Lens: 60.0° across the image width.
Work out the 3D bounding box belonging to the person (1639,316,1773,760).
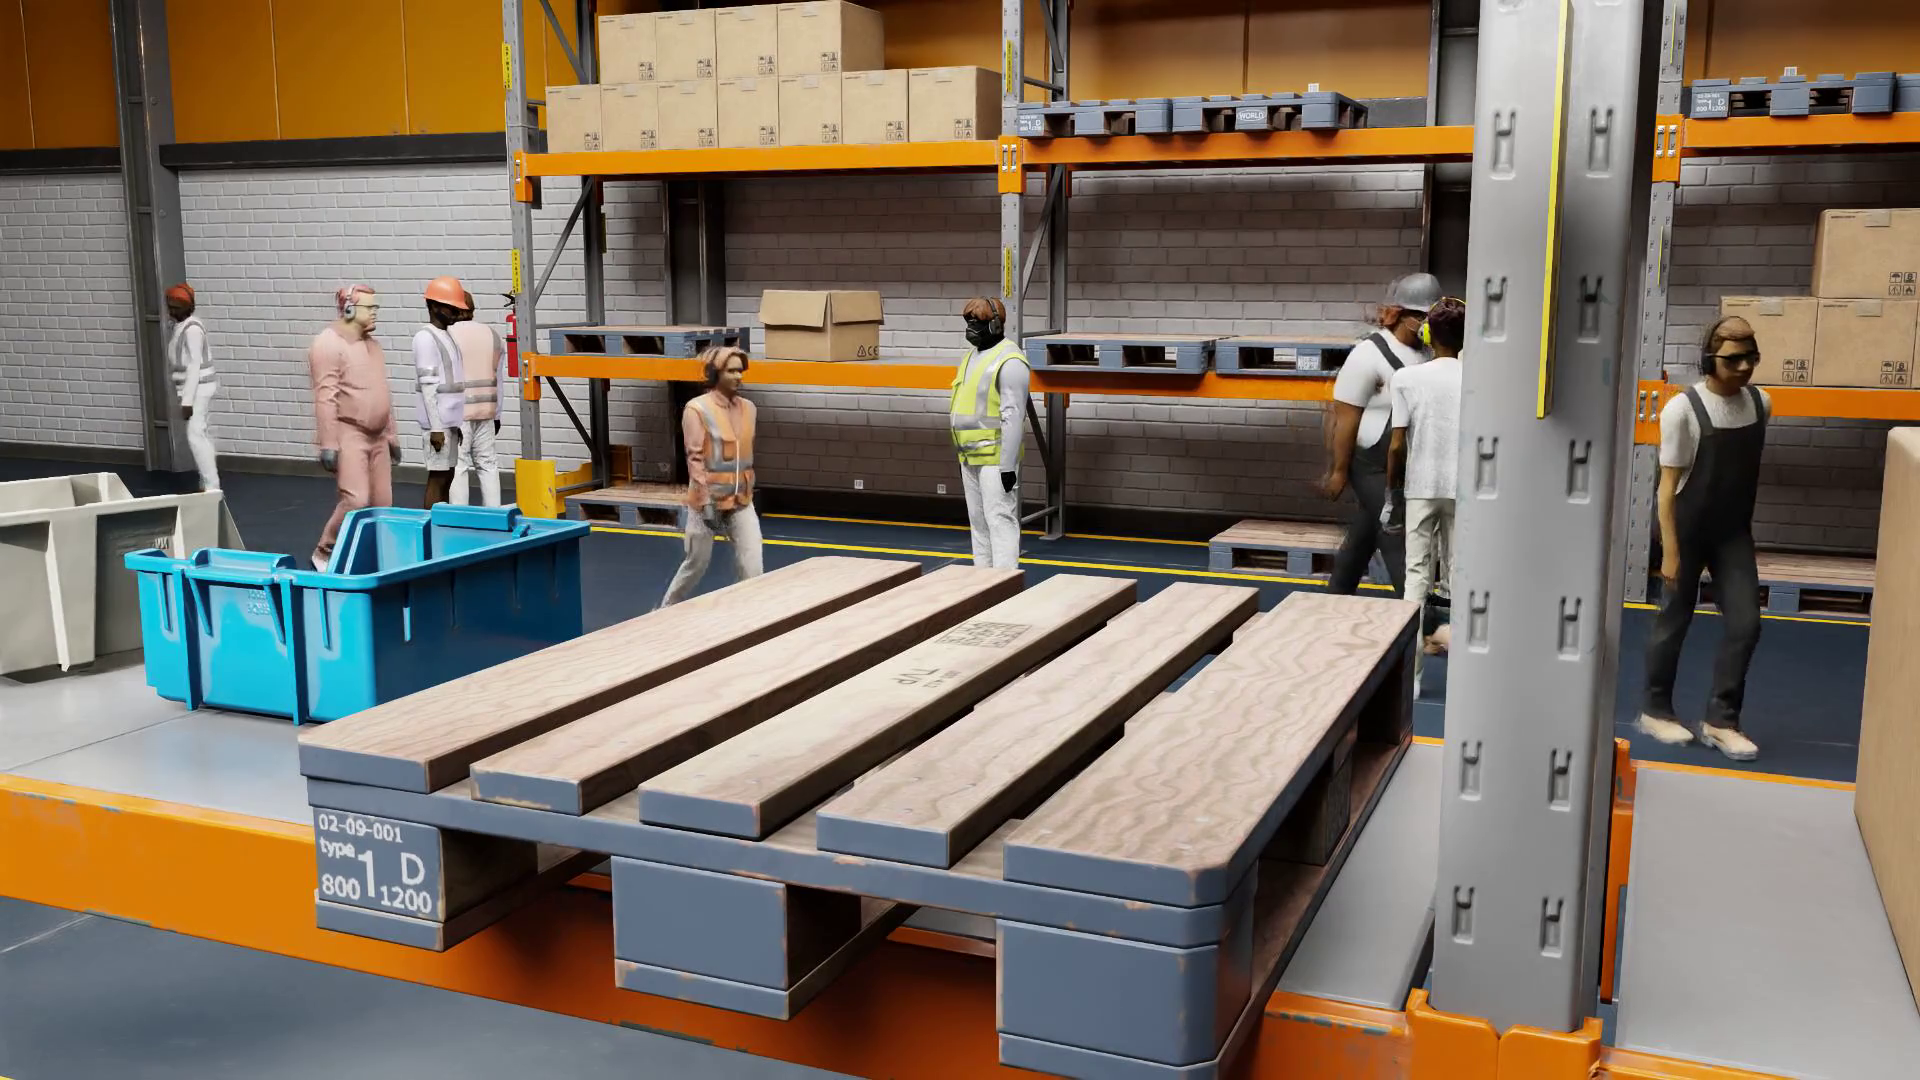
[{"bbox_3d":[3.036,-0.004,6.769,0.533,1.806,0.692,-2,10,-10],"label":"person"}]

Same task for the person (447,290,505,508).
[{"bbox_3d":[-3.590,-0.894,12.060,0.429,1.835,0.630,7,12,37],"label":"person"}]

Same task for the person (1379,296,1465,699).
[{"bbox_3d":[2.220,-0.185,7.696,0.535,1.868,0.309,2,10,12],"label":"person"}]

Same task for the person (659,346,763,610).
[{"bbox_3d":[-1.274,-0.202,8.581,0.778,1.607,0.509,8,13,41],"label":"person"}]

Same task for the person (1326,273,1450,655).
[{"bbox_3d":[2.307,-0.450,8.770,0.675,2.000,1.099,-8,13,-41],"label":"person"}]

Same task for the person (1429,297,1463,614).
[{"bbox_3d":[2.686,-0.463,9.466,0.589,1.834,0.403,-7,11,-34],"label":"person"}]

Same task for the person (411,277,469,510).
[{"bbox_3d":[-3.457,-0.798,11.194,0.374,1.927,0.542,-1,10,-4],"label":"person"}]

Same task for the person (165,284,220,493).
[{"bbox_3d":[-6.446,-1.221,13.988,0.347,1.855,0.719,-5,11,-28],"label":"person"}]

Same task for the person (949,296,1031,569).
[{"bbox_3d":[0.158,-0.466,9.499,0.429,1.837,0.624,-4,10,-25],"label":"person"}]

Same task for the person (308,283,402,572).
[{"bbox_3d":[-3.662,-0.614,10.180,0.543,1.895,0.698,2,10,14],"label":"person"}]
